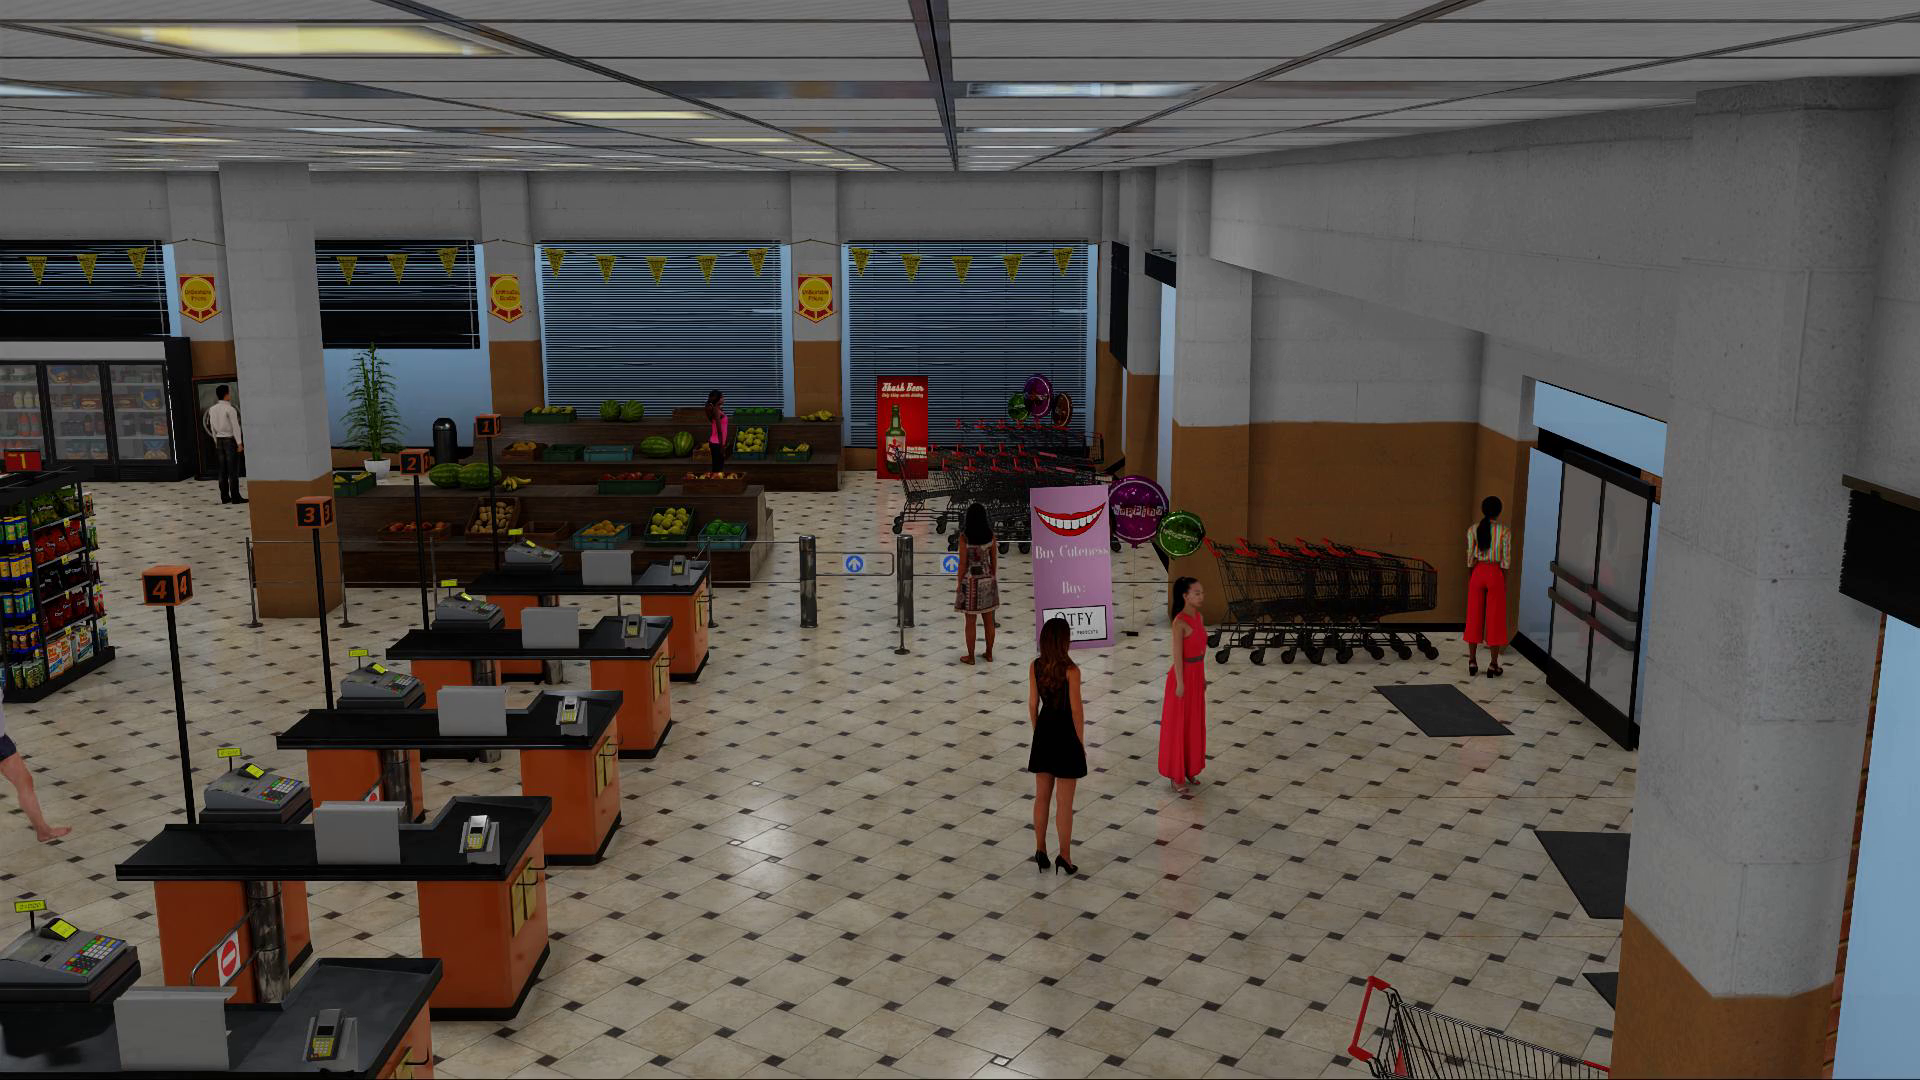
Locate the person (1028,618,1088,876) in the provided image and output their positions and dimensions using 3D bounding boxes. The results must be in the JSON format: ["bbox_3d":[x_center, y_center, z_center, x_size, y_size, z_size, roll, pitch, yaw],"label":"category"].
[{"bbox_3d":[0.663,1.430,11.527,0.631,1.835,0.727,8,14,33],"label":"person"}]

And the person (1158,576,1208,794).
[{"bbox_3d":[1.798,1.133,13.200,0.749,1.727,0.714,9,15,35],"label":"person"}]

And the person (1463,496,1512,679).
[{"bbox_3d":[5.162,0.450,16.286,0.643,1.792,0.747,8,14,32],"label":"person"}]

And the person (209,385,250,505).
[{"bbox_3d":[-11.146,-1.456,25.290,0.638,1.812,0.791,5,13,22],"label":"person"}]

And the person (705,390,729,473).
[{"bbox_3d":[-3.714,-1.440,25.426,0.634,1.724,0.620,-4,12,-17],"label":"person"}]

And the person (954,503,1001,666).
[{"bbox_3d":[0.174,0.430,16.740,0.635,1.645,0.784,-6,13,-25],"label":"person"}]

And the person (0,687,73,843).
[{"bbox_3d":[-7.013,1.461,11.806,1.174,1.661,1.035,-9,15,-36],"label":"person"}]
